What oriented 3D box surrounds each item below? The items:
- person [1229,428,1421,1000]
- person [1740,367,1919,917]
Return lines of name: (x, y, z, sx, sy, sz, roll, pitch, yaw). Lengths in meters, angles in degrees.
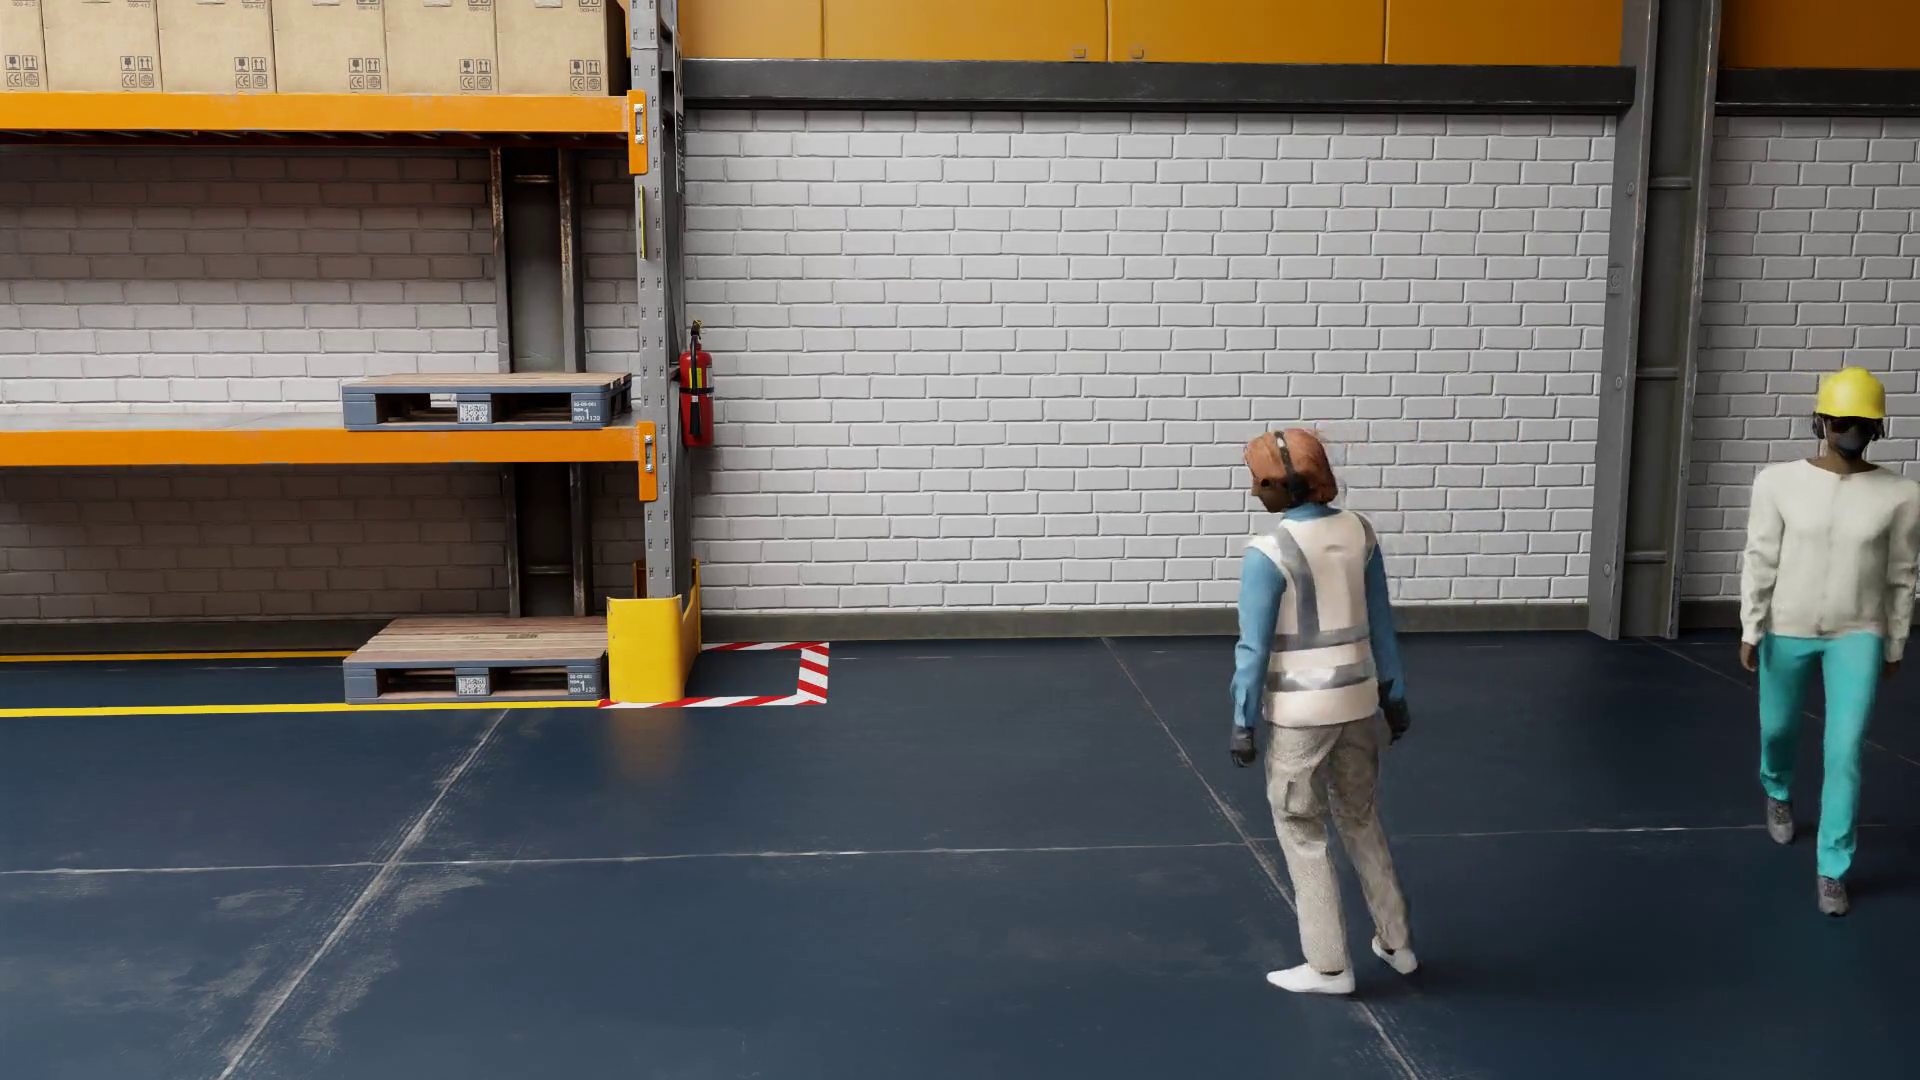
person: (1.007, 0.486, 4.653, 0.573, 1.605, 0.405, -7, 11, -36)
person: (2.886, 0.282, 5.554, 0.518, 1.739, 0.832, 4, 10, 26)
